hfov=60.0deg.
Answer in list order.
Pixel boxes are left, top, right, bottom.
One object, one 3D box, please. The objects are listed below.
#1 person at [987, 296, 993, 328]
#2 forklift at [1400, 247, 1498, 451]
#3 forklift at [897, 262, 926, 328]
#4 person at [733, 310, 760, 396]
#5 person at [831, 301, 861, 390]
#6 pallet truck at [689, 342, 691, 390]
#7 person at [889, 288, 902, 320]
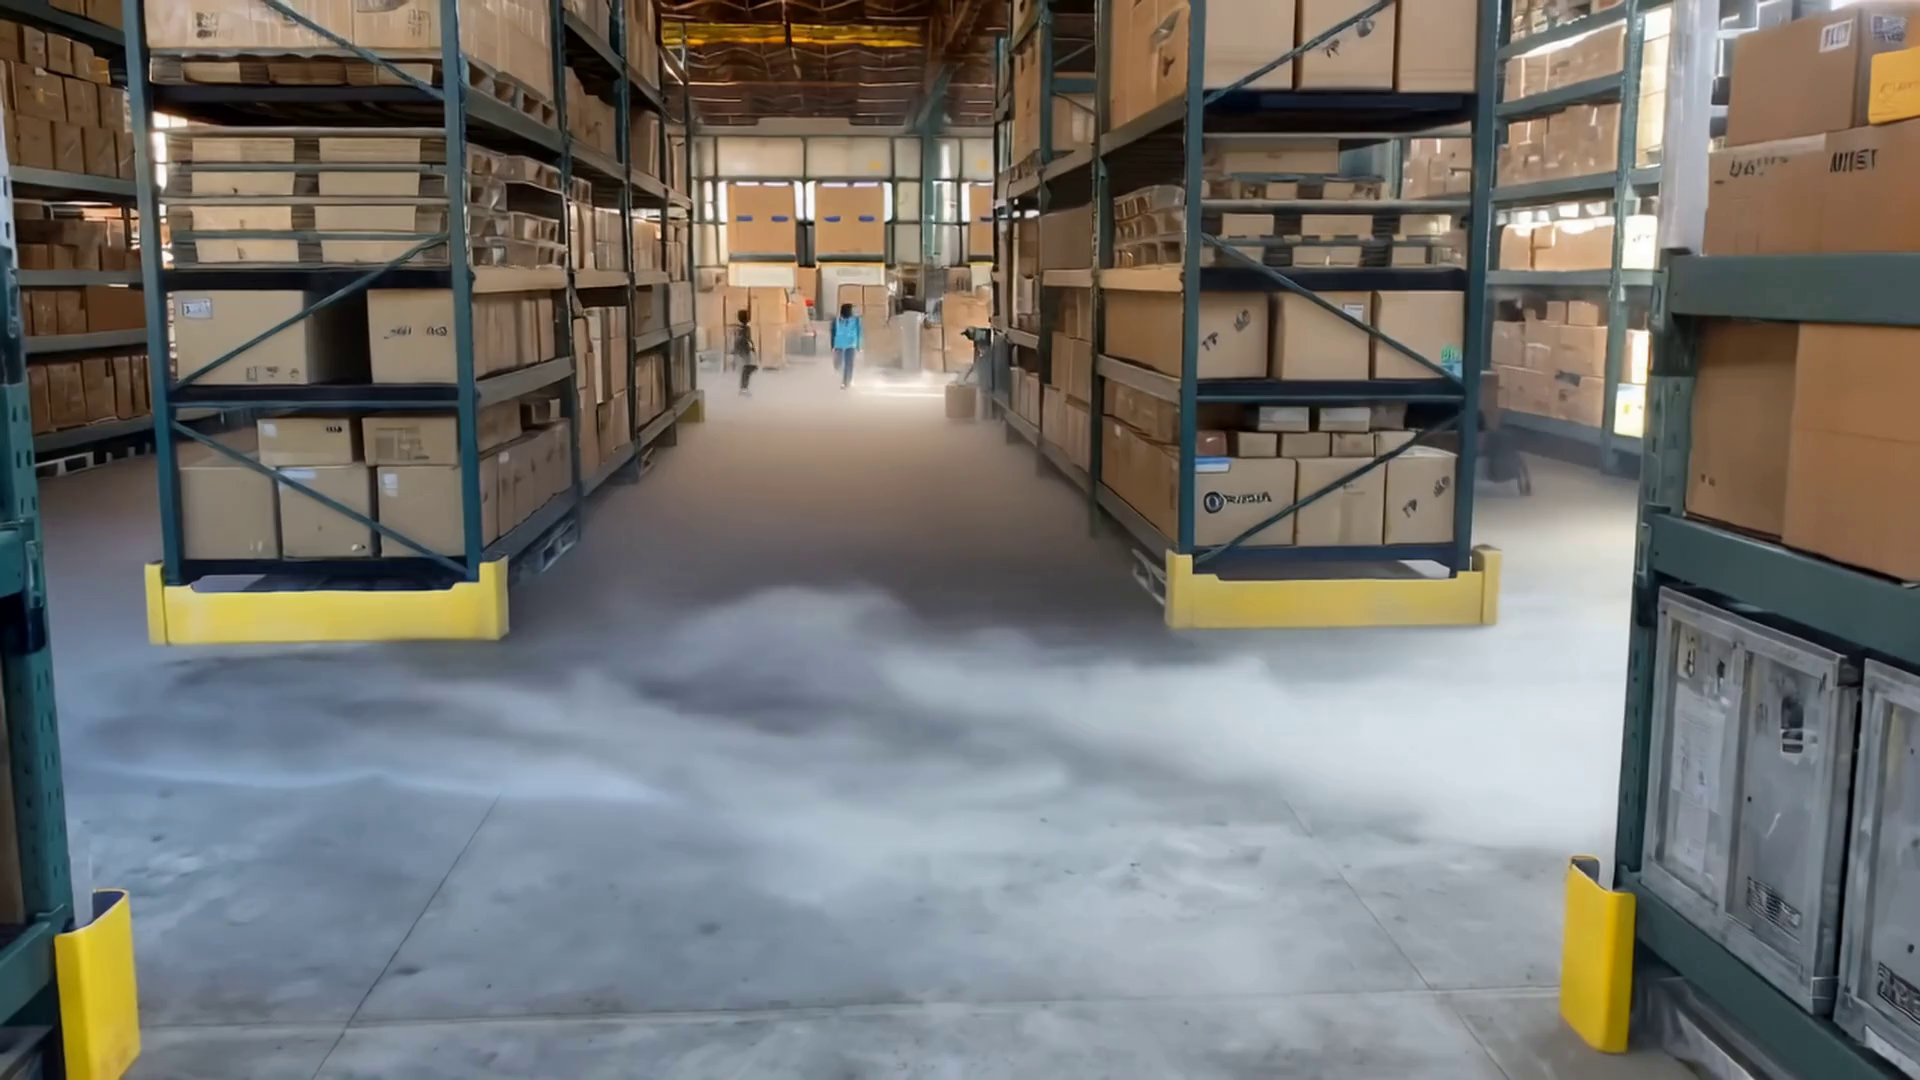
[{"bbox_3d":[0.947,-5.541,43.622,0.624,1.930,0.379,0,9,-1],"label":"person"},{"bbox_3d":[6.208,-2.620,22.279,1.873,2.768,1.129,4,10,26],"label":"forklift"},{"bbox_3d":[-1.780,-8.547,59.499,1.129,2.768,1.873,-1,9,-4],"label":"forklift"},{"bbox_3d":[-4.125,-3.663,32.600,0.622,1.680,0.543,-6,11,-34],"label":"person"},{"bbox_3d":[-2.343,-3.975,34.080,0.657,1.828,0.439,2,9,13],"label":"person"},{"bbox_3d":[-5.225,-3.008,27.480,1.885,1.965,0.823,2,9,14],"label":"pallet truck"},{"bbox_3d":[-2.310,-7.826,57.966,0.639,1.926,0.367,4,10,24],"label":"person"}]
